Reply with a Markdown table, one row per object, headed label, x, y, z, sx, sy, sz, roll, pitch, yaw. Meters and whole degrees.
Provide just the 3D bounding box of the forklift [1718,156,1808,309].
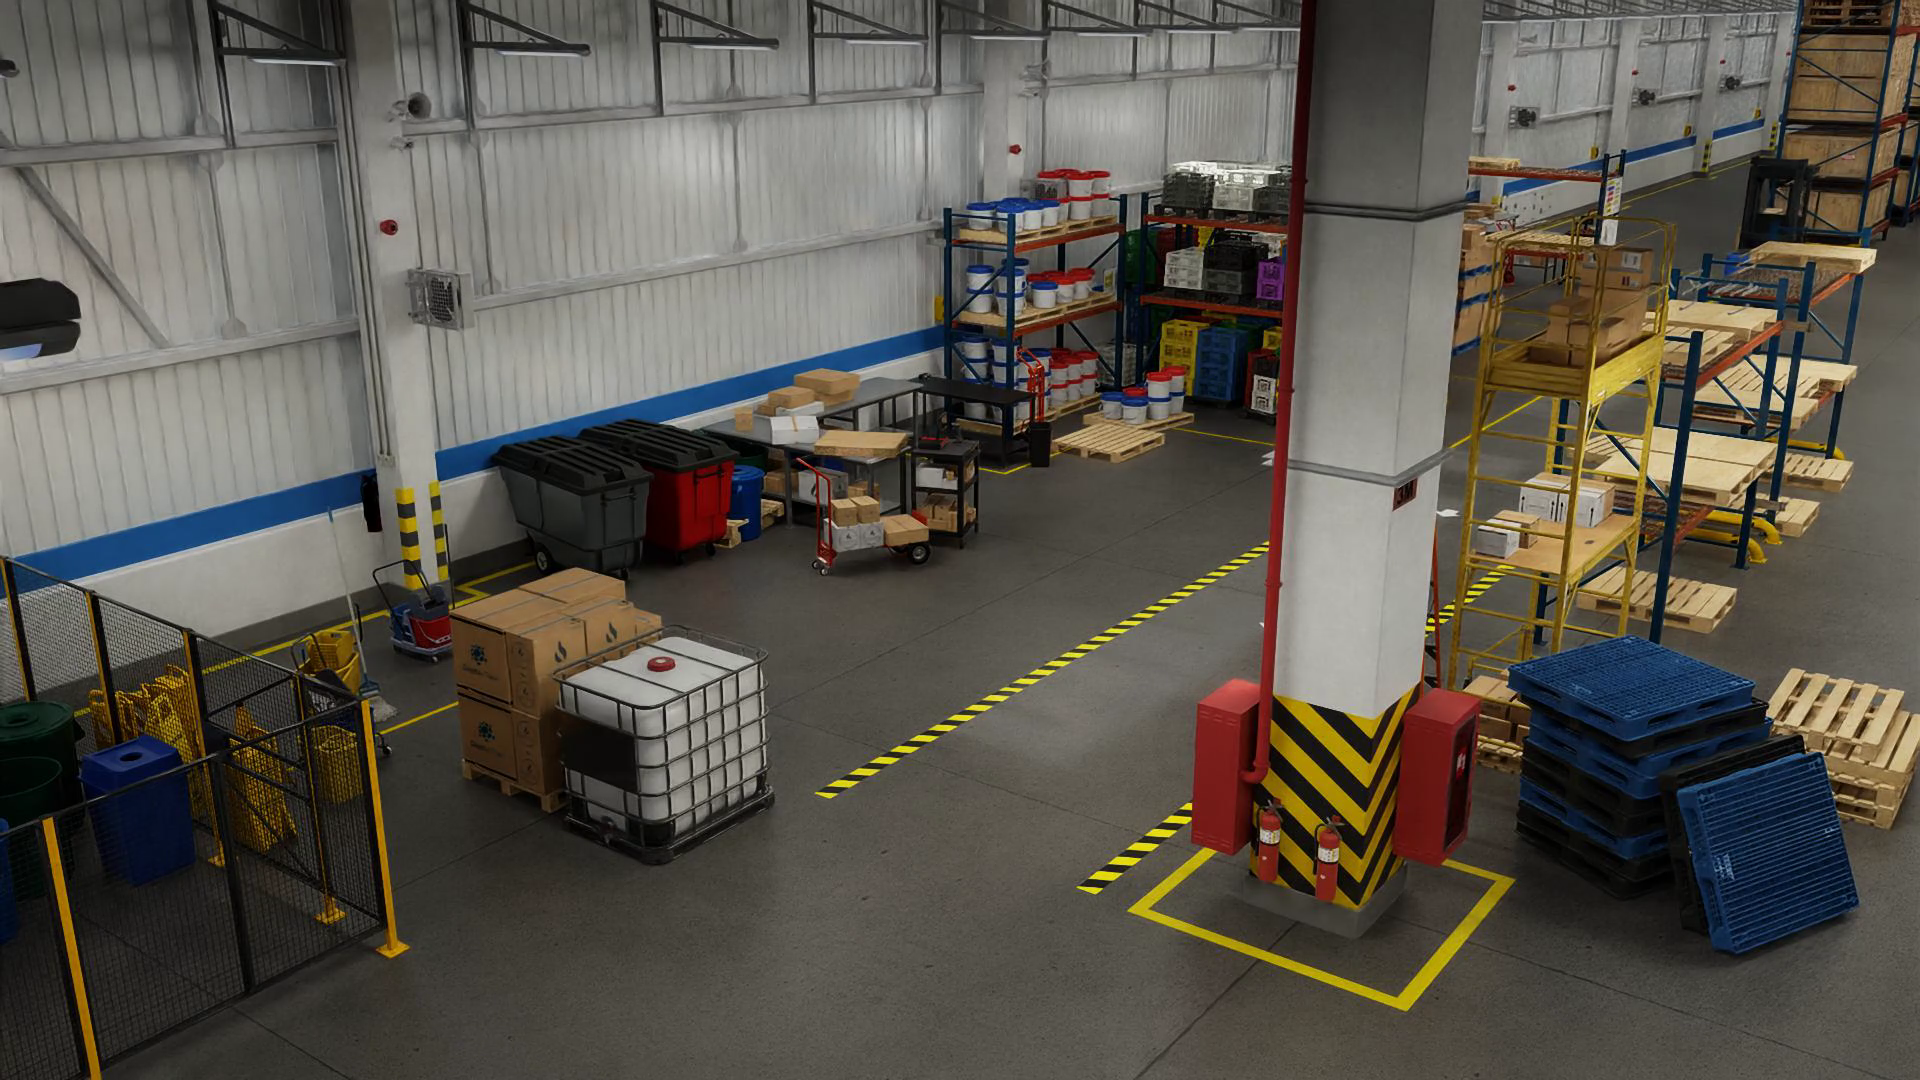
| label | x | y | z | sx | sy | sz | roll | pitch | yaw |
| --- | --- | --- | --- | --- | --- | --- | --- | --- | --- |
| forklift | 15.260 | -5.805 | 31.387 | 1.129 | 2.768 | 1.873 | 13 | 22 | 34 |
